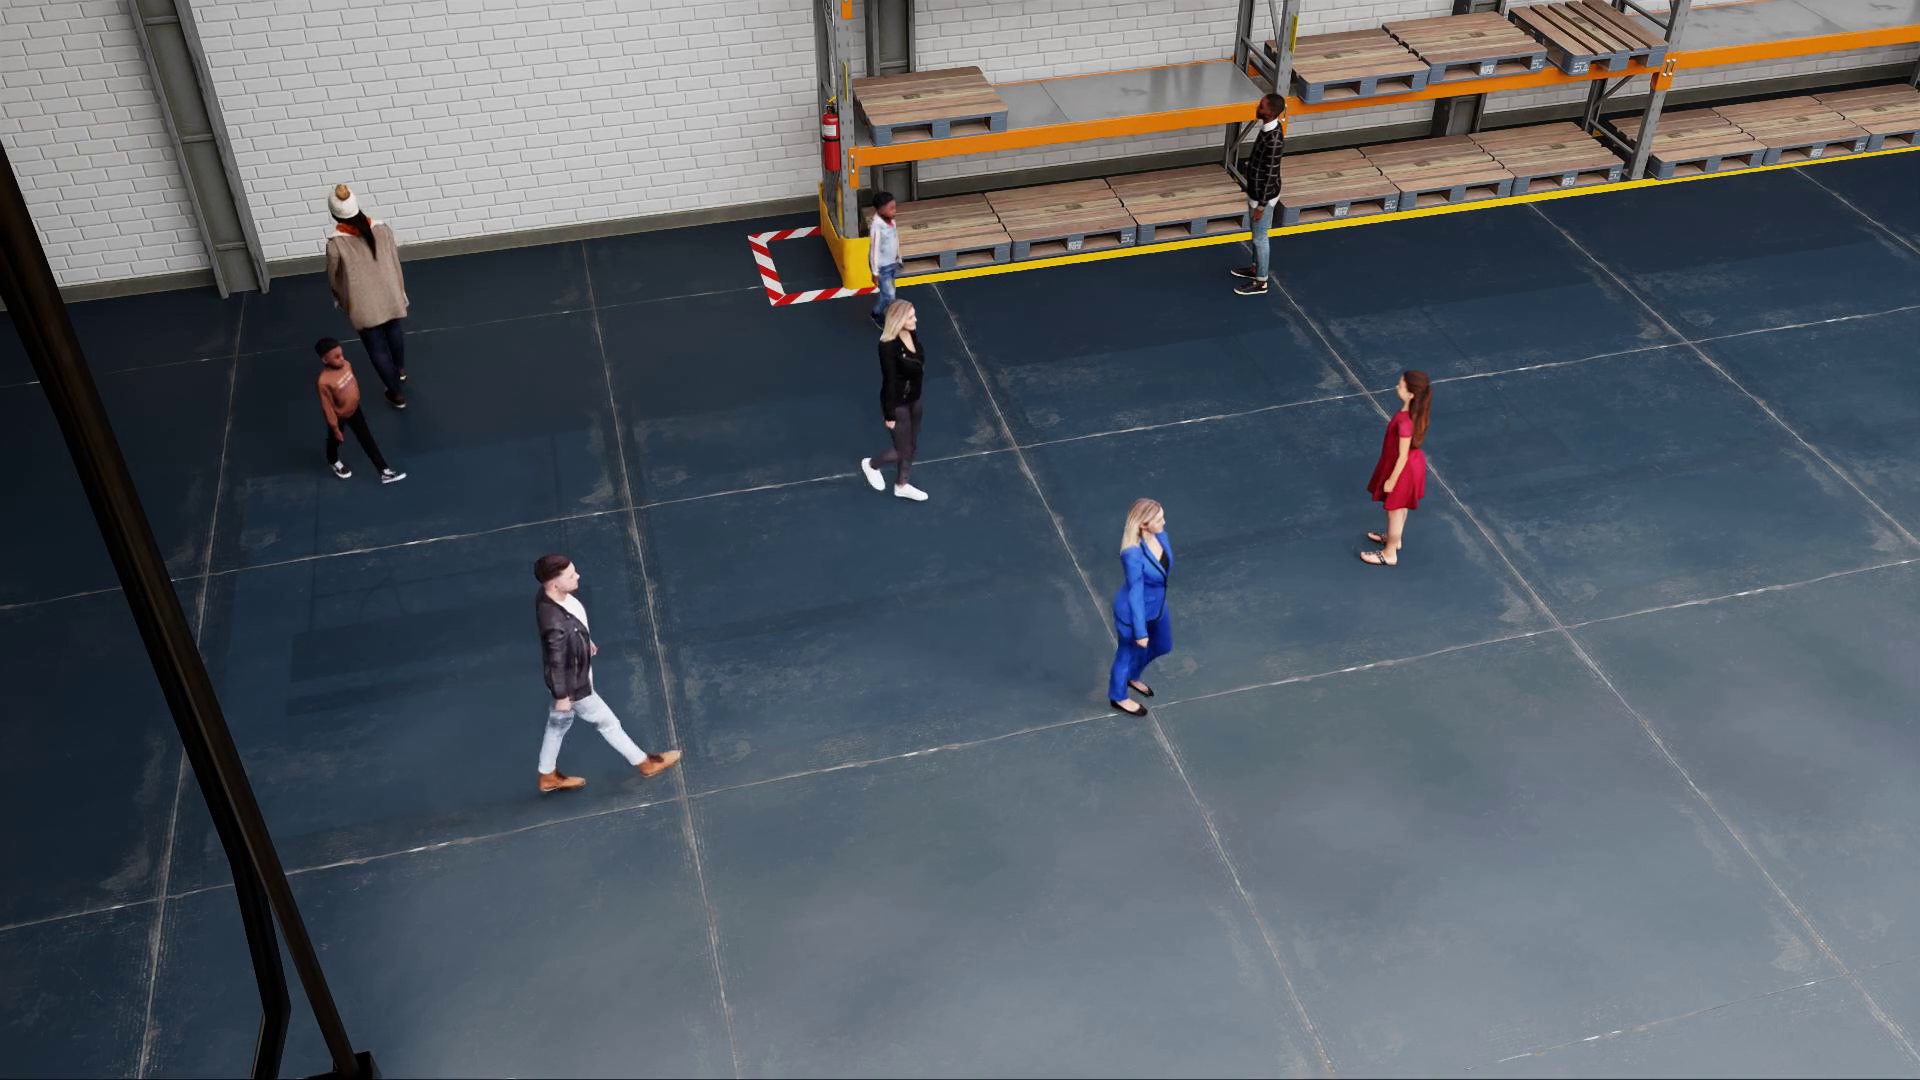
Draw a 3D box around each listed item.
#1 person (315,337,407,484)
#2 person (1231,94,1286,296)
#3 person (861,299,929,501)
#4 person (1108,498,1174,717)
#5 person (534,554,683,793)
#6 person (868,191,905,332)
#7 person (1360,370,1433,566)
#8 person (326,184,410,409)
[{"bbox_3d":[-4.627,-0.949,12.331,0.989,1.212,0.884,17,42,20],"label":"person"},{"bbox_3d":[2.637,-3.009,14.422,0.684,1.820,0.735,3,39,4],"label":"person"},{"bbox_3d":[-0.512,-1.001,12.026,0.896,1.673,0.831,17,42,20],"label":"person"},{"bbox_3d":[1.010,0.414,10.241,0.774,1.690,0.714,19,42,22],"label":"person"},{"bbox_3d":[-2.342,0.825,9.640,1.090,1.798,0.691,-11,40,-13],"label":"person"},{"bbox_3d":[-0.680,-2.376,14.083,0.655,1.256,0.597,19,42,22],"label":"person"},{"bbox_3d":[3.060,-0.508,11.505,0.740,1.552,0.680,16,41,19],"label":"person"},{"bbox_3d":[-4.554,-1.866,12.948,0.964,1.875,0.956,-28,46,-30],"label":"person"}]
